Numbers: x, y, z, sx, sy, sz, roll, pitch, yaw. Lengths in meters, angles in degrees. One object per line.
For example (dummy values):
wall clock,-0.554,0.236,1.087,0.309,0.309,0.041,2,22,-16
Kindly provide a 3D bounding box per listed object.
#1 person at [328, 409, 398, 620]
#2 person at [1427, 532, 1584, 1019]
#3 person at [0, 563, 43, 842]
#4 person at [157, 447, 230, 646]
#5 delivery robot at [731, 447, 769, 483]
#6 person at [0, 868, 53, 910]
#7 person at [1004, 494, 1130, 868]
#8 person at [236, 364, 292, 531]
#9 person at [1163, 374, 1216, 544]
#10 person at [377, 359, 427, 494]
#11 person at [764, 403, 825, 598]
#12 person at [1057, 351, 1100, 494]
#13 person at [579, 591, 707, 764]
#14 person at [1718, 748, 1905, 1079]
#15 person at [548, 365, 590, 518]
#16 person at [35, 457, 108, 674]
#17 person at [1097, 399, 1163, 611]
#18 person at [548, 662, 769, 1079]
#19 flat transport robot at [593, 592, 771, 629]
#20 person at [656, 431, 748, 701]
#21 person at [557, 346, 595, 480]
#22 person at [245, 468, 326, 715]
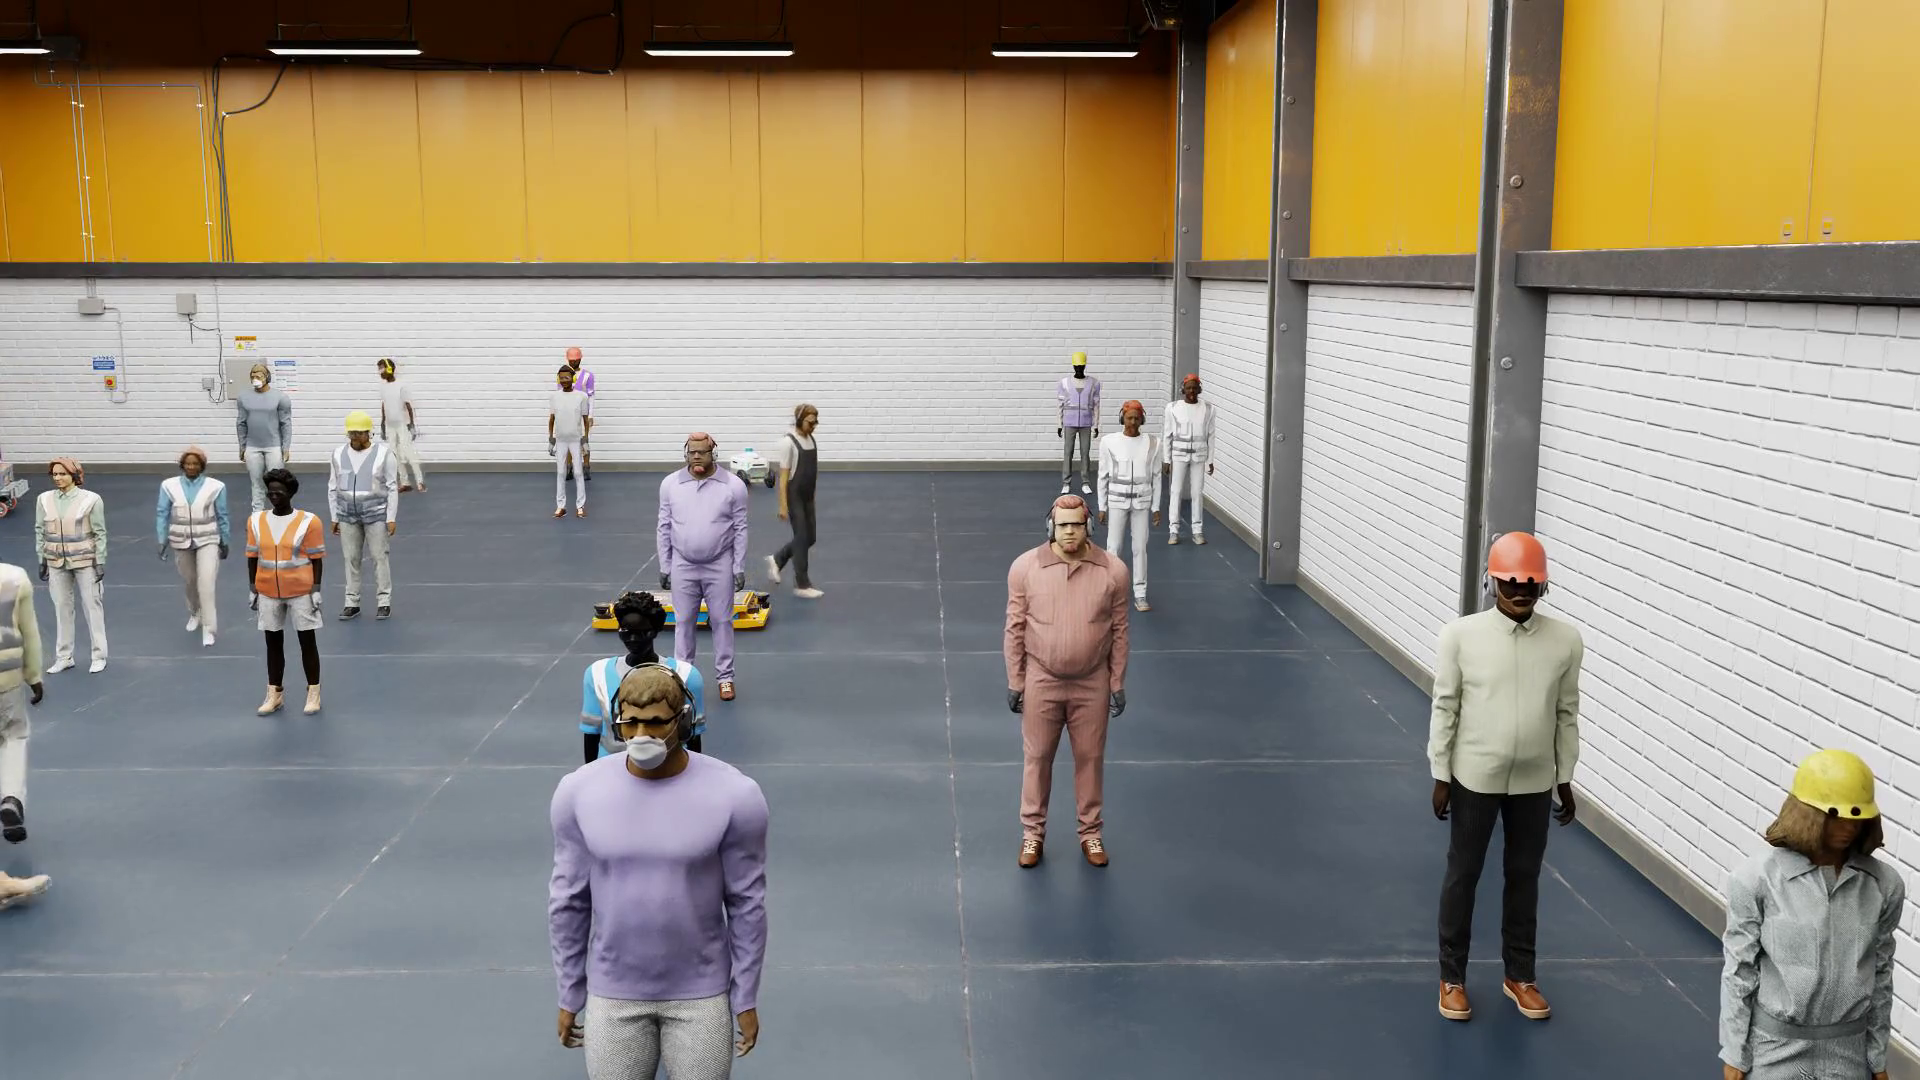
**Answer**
person,-5.163,-0.215,14.380,0.589,1.833,0.404,0,9,-2
person,2.202,0.951,6.735,0.611,1.995,0.375,0,9,-2
person,-5.107,0.725,8.644,0.607,1.819,0.588,-6,11,-31
person,-6.276,0.021,13.680,0.529,1.602,0.811,-2,9,-13
delivery robot,-2.926,-1.049,23.114,0.477,0.478,0.707,-5,10,-27
person,-4.724,0.811,7.624,0.990,1.974,0.710,-5,10,-26
person,0.545,0.716,8.445,0.643,1.908,0.410,0,9,-2
person,-8.063,-1.069,19.293,0.632,1.940,0.372,0,9,-2
person,2.528,-0.886,18.345,0.576,1.882,0.355,0,9,-2
person,-7.559,-1.534,22.490,0.667,1.829,0.416,5,10,27
person,-1.555,-0.375,15.429,0.659,1.814,0.530,5,11,30
person,1.598,-1.578,22.444,0.587,1.928,0.362,0,9,-2
person,-1.340,1.049,7.047,0.534,1.697,0.318,0,9,-2
person,2.351,1.421,4.621,0.486,1.744,0.296,0,9,-2
person,-4.776,-1.197,20.286,0.511,1.872,0.328,0,9,-2
person,-6.664,0.189,12.495,0.513,1.641,0.307,0,9,-2
person,1.504,-0.301,14.758,0.576,1.882,0.355,0,9,-2
person,-0.860,1.298,4.778,0.632,1.940,0.372,0,9,-2
flat transport robot,-2.364,0.590,14.218,1.431,0.197,0.652,0,9,-1
person,-1.810,0.186,11.696,0.643,1.909,0.410,0,9,-2
person,-5.516,-1.816,23.874,0.544,1.938,0.355,0,9,-2
person,-4.582,0.352,11.315,0.534,1.699,0.318,0,9,-2
